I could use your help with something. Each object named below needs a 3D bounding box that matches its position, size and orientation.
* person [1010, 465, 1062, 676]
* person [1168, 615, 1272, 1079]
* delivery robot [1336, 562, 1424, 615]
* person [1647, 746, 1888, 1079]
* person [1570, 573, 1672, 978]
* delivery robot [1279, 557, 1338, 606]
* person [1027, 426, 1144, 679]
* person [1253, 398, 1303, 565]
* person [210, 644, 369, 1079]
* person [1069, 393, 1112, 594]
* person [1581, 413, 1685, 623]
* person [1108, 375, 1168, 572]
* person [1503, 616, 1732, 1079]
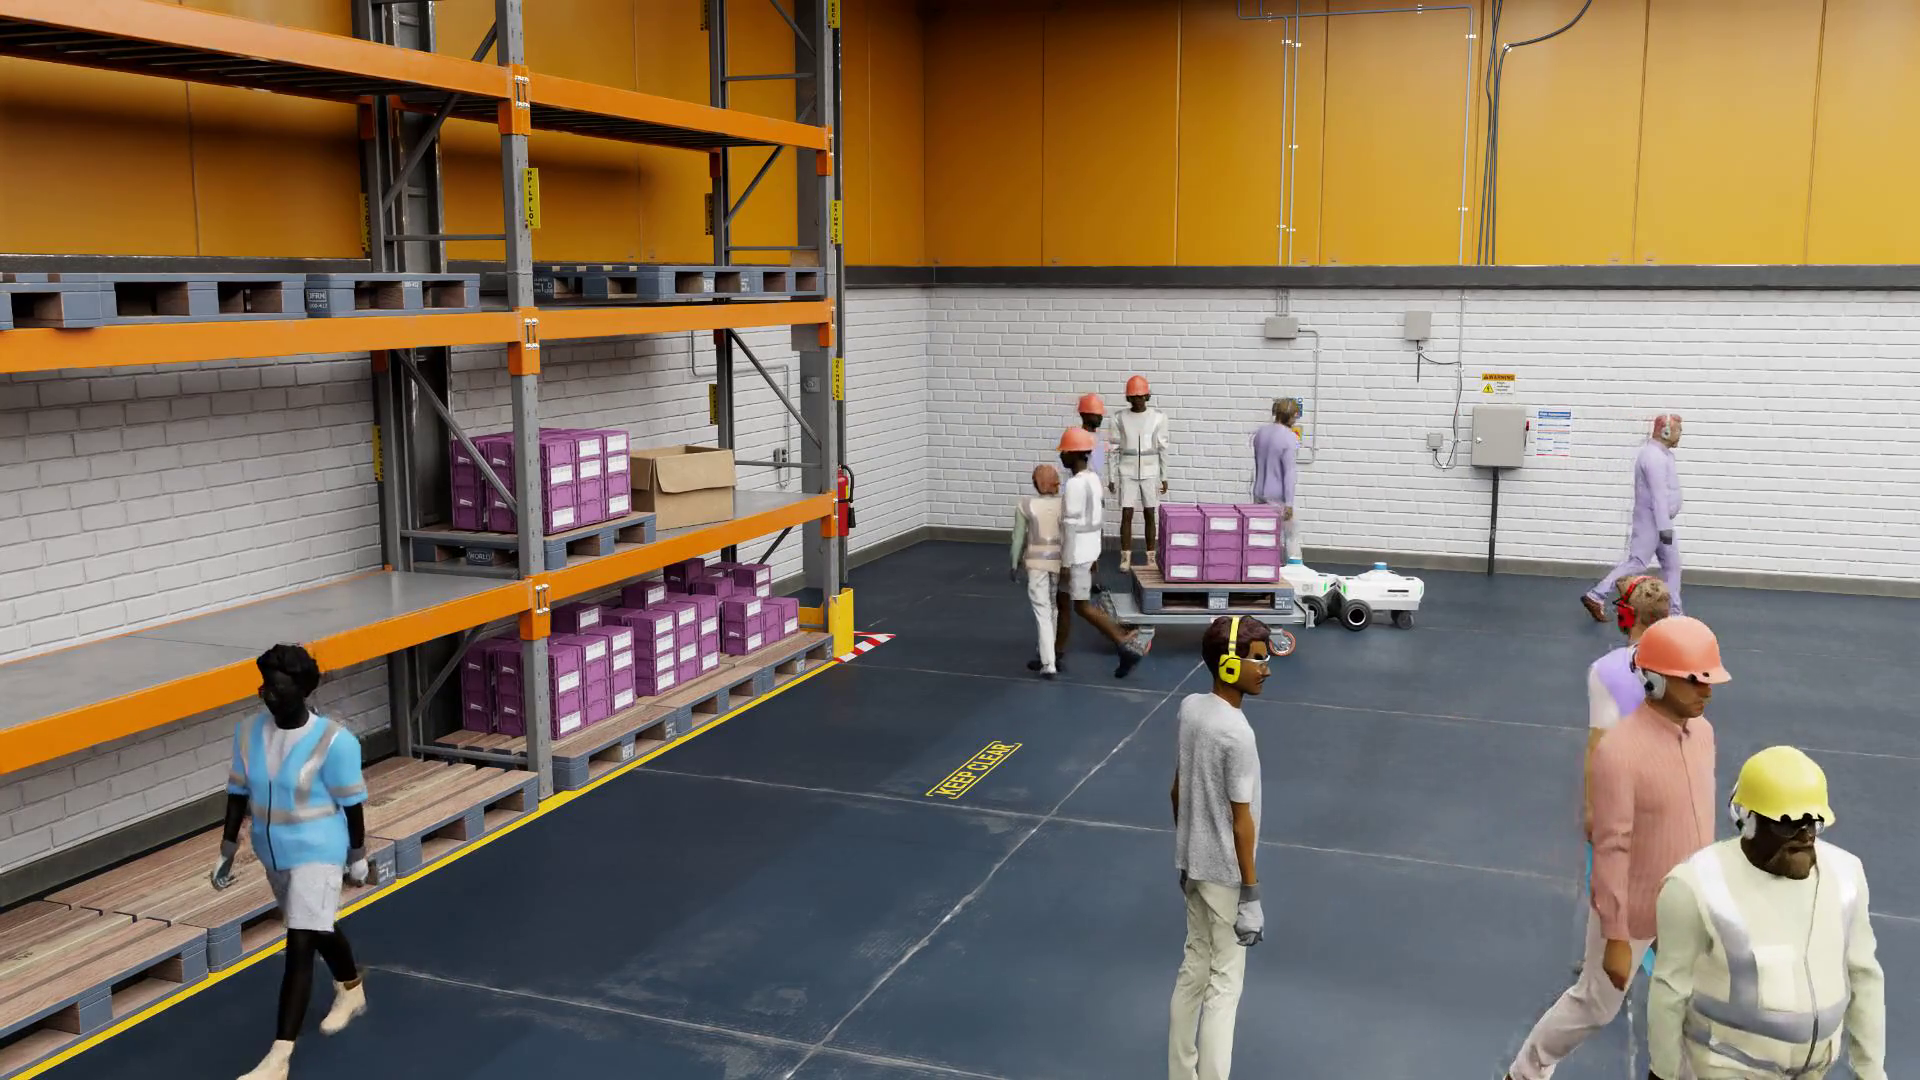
[{"bbox_3d":[0.657,0.220,12.759,0.519,1.585,0.893,-2,9,-13],"label":"person"},{"bbox_3d":[0.918,1.181,5.855,0.314,1.864,0.532,-3,9,-17],"label":"person"},{"bbox_3d":[3.617,0.437,14.330,0.707,0.478,0.477,0,9,2],"label":"delivery robot"},{"bbox_3d":[2.245,1.425,4.634,0.585,1.776,0.977,-2,9,-13],"label":"person"},{"bbox_3d":[2.801,1.050,6.801,0.566,1.827,0.690,-4,10,-22],"label":"person"},{"bbox_3d":[2.934,0.392,14.613,0.707,0.478,0.477,5,10,30],"label":"delivery robot"},{"bbox_3d":[0.960,0.099,12.528,0.875,1.913,0.549,3,9,16],"label":"person"},{"bbox_3d":[3.061,-0.392,15.652,0.936,1.882,0.658,-5,10,-29],"label":"person"},{"bbox_3d":[-2.554,1.205,6.362,0.538,1.647,0.885,3,10,20],"label":"person"},{"bbox_3d":[1.151,-0.449,15.904,0.631,1.922,0.552,5,10,28],"label":"person"},{"bbox_3d":[5.919,-0.173,14.356,0.915,1.867,0.627,5,10,29],"label":"person"},{"bbox_3d":[1.811,-0.666,16.949,0.612,2.031,0.404,0,9,3],"label":"person"},{"bbox_3d":[2.260,1.193,5.539,0.639,1.948,1.030,-6,11,-32],"label":"person"}]
